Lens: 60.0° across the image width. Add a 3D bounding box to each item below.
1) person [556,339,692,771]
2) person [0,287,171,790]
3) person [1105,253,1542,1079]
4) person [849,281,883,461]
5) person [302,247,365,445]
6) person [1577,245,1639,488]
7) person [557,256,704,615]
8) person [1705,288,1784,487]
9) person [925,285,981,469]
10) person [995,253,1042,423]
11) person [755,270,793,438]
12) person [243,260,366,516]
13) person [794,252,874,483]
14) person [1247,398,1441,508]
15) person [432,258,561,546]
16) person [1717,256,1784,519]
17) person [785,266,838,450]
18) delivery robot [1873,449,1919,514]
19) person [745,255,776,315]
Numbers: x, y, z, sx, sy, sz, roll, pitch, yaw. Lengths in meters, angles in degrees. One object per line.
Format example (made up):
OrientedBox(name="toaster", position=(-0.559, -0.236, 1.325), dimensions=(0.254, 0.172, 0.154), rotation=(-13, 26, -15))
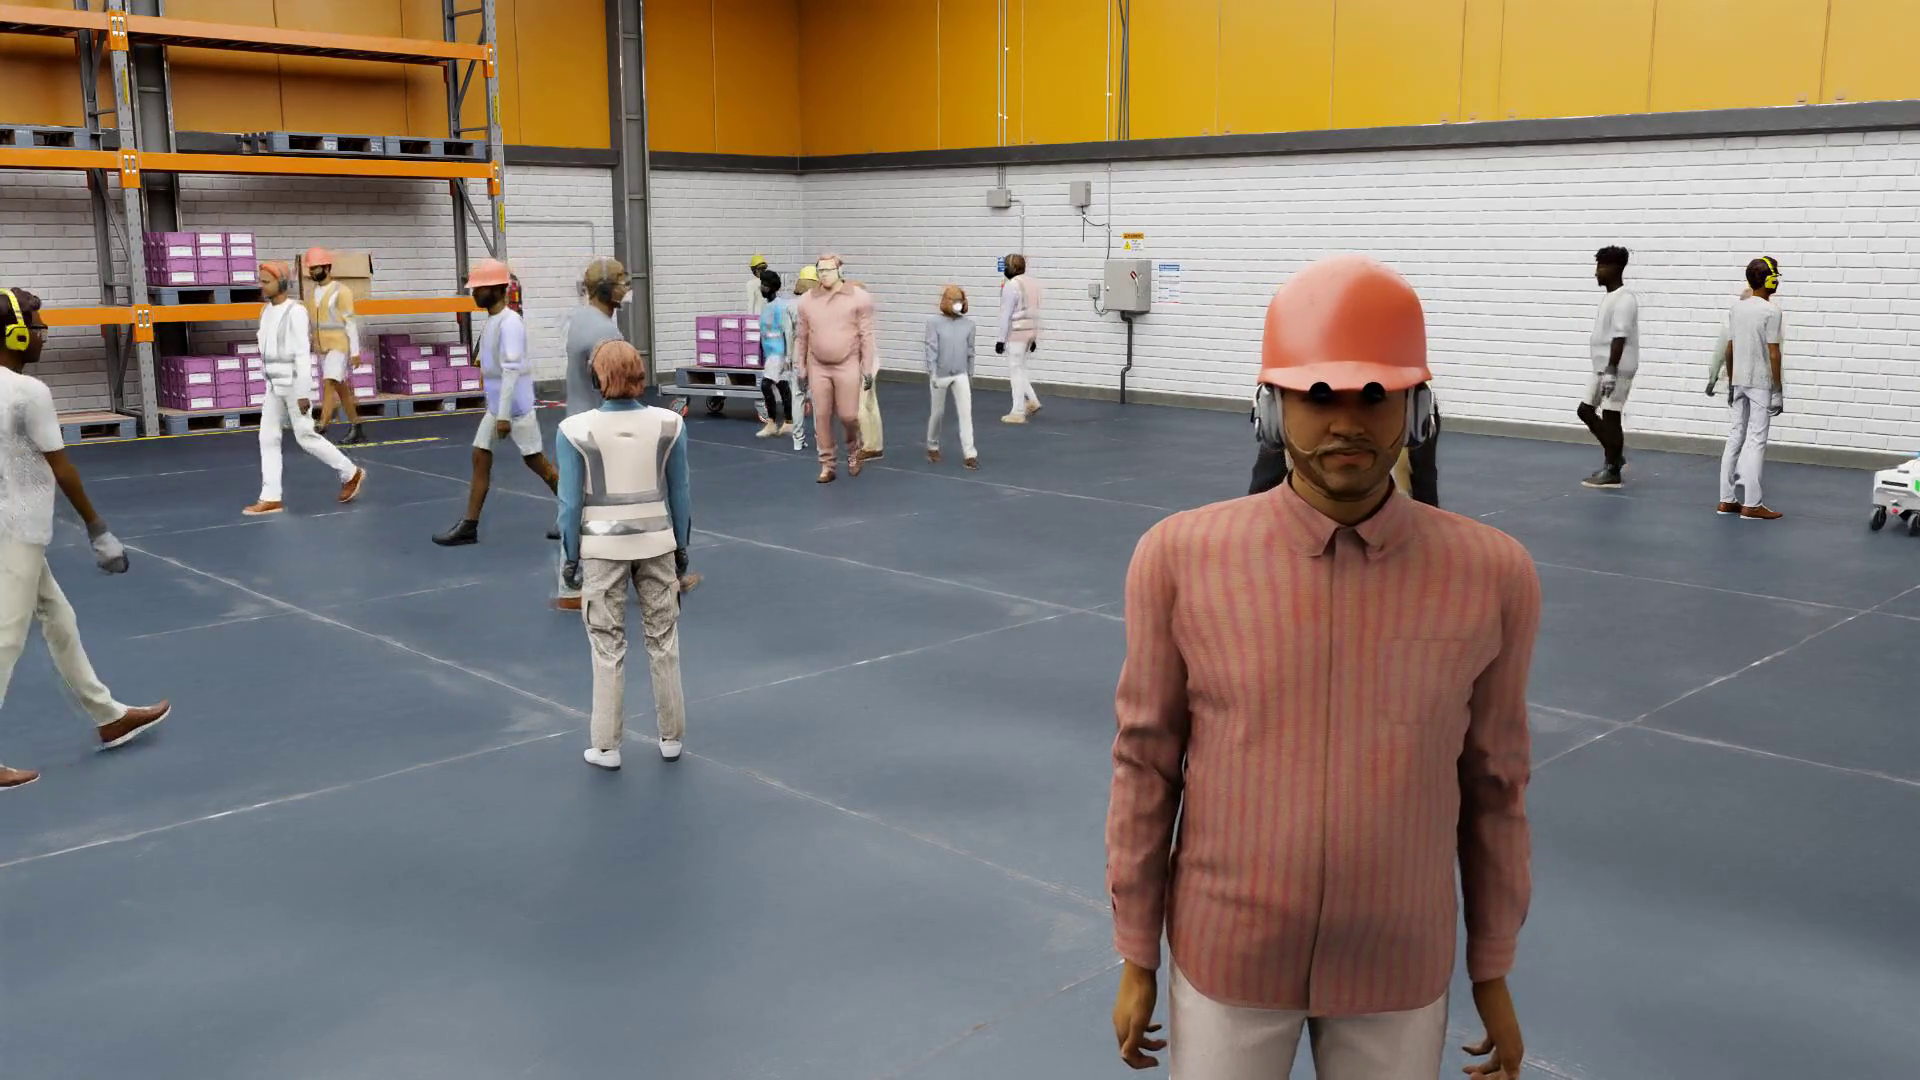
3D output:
OrientedBox(name="person", position=(-1.261, 0.062, 6.307), dimensions=(0.513, 1.638, 0.307), rotation=(-5, 12, -26))
OrientedBox(name="person", position=(-3.418, -0.011, 6.221), dimensions=(0.538, 1.818, 0.964), rotation=(7, 13, 34))
OrientedBox(name="person", position=(0.514, 0.597, 2.409), dimensions=(0.611, 1.996, 0.378), rotation=(1, 10, 3))
OrientedBox(name="person", position=(-0.873, -1.515, 14.966), dimensions=(0.385, 1.617, 0.507), rotation=(-2, 11, -11))
OrientedBox(name="person", position=(-6.074, -1.817, 15.825), dimensions=(0.564, 1.894, 0.963), rotation=(6, 12, 28))
OrientedBox(name="person", position=(5.201, -1.378, 13.325), dimensions=(0.417, 1.951, 0.607), rotation=(1, 10, 6))
OrientedBox(name="person", position=(-1.778, -0.550, 8.917), dimensions=(0.920, 1.900, 0.652), rotation=(-3, 11, -16))
OrientedBox(name="person", position=(6.398, -1.252, 13.592), dimensions=(0.519, 1.593, 0.870), rotation=(0, 10, 0))
OrientedBox(name="person", position=(-0.085, -1.435, 14.603), dimensions=(0.508, 1.591, 0.825), rotation=(-4, 11, -21))
OrientedBox(name="person", position=(0.617, -2.177, 18.008), dimensions=(0.437, 1.830, 0.643), rotation=(5, 11, 25))
OrientedBox(name="person", position=(-1.879, -1.833, 16.511), dimensions=(0.595, 1.669, 0.606), rotation=(-5, 11, -24))
OrientedBox(name="person", position=(-4.861, -1.128, 12.234), dimensions=(0.585, 1.855, 0.878), rotation=(9, 14, 40))
OrientedBox(name="person", position=(-1.041, -1.404, 13.613), dimensions=(0.665, 1.888, 0.432), rotation=(2, 11, 10))
OrientedBox(name="person", position=(1.327, 0.056, 5.920), dimensions=(0.655, 1.787, 0.965), rotation=(5, 12, 27))
OrientedBox(name="person", position=(-2.945, -0.903, 10.932), dimensions=(1.022, 1.884, 0.553), rotation=(-7, 12, -33))
OrientedBox(name="person", position=(5.707, -1.087, 11.926), dimensions=(0.328, 1.877, 0.512), rotation=(-3, 11, -17))
OrientedBox(name="person", position=(-1.406, -1.710, 15.704), dimensions=(0.484, 1.736, 0.306), rotation=(4, 11, 22))
OrientedBox(name="delivery robot", position=(6.624, -0.382, 11.427), dimensions=(0.707, 0.478, 0.477), rotation=(-6, 12, -29))
OrientedBox(name="person", position=(-2.663, -2.905, 22.138), dimensions=(0.317, 1.766, 0.535), rotation=(9, 14, 39))
